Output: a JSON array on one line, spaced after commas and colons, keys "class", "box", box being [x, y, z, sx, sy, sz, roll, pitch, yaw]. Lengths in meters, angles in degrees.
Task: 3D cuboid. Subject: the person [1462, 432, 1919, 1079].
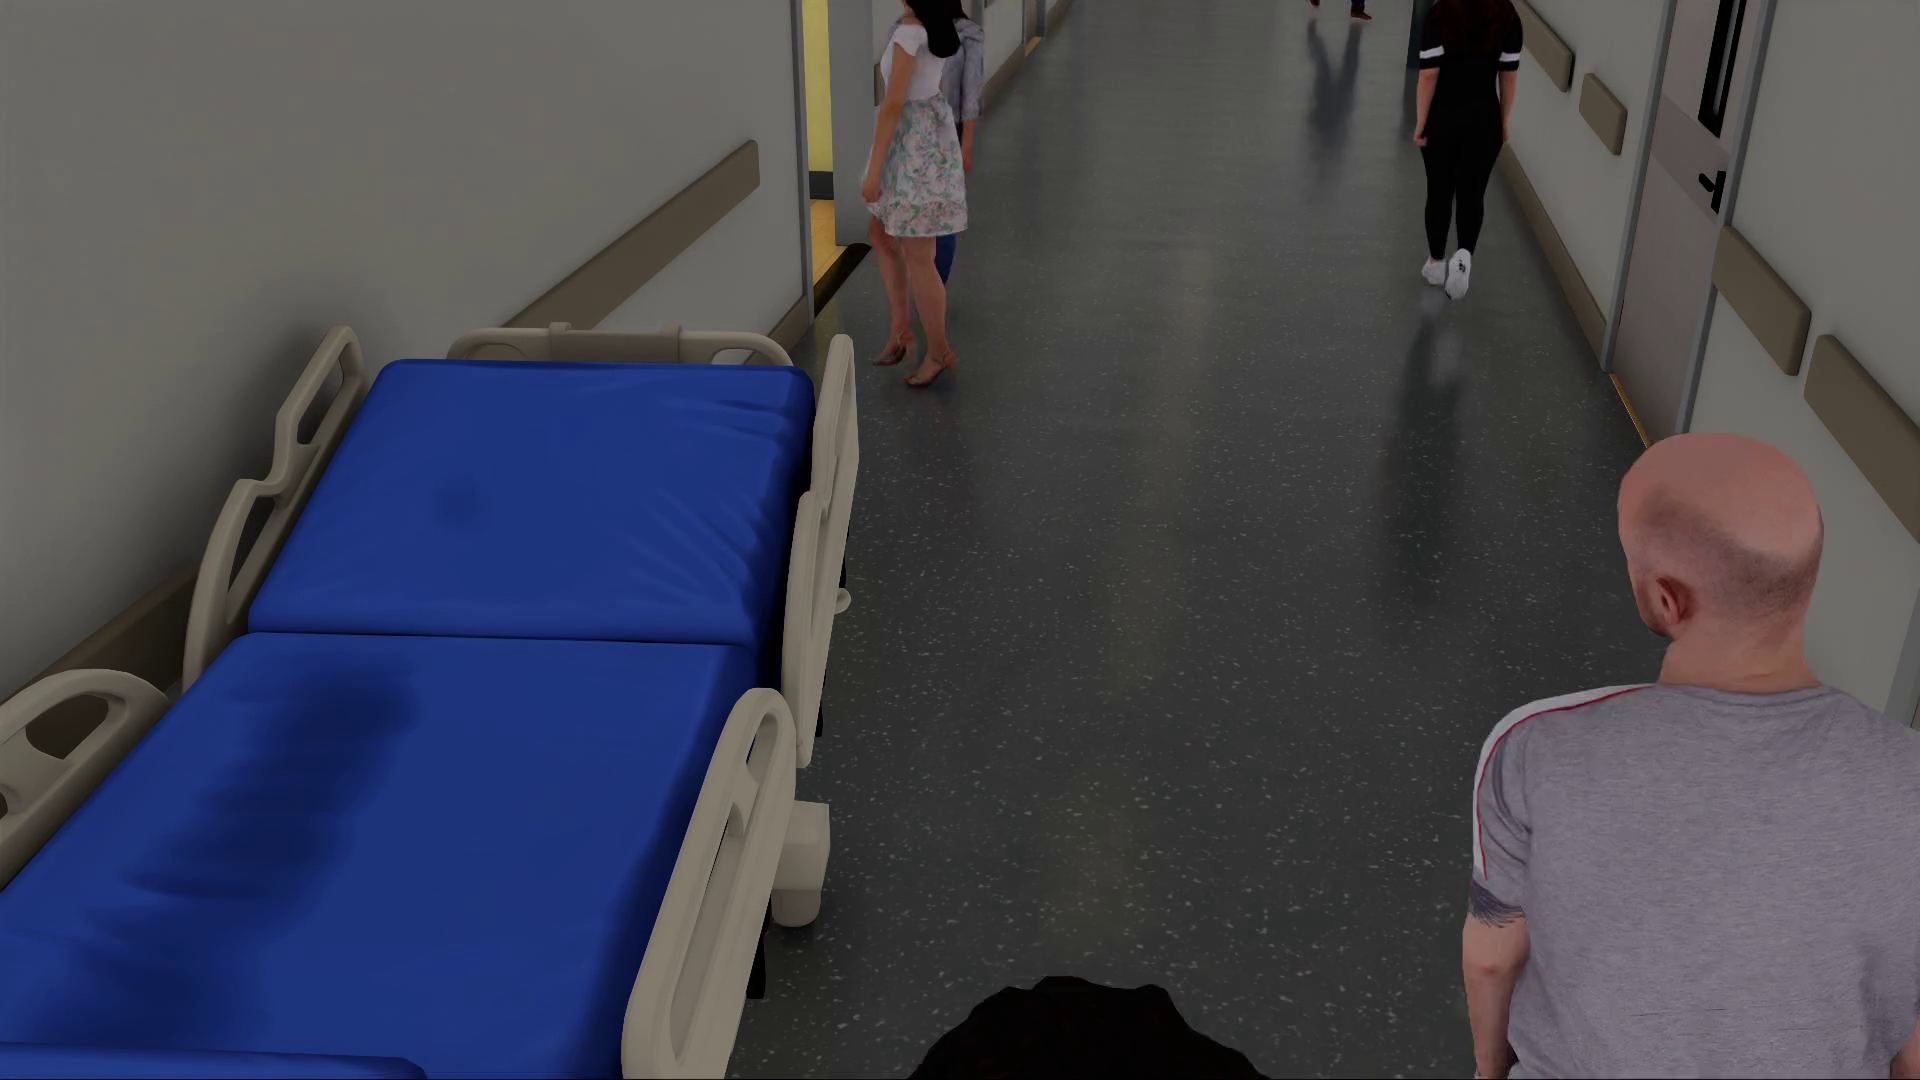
[{"class": "person", "box": [0.786, 0.787, 1.845, 0.655, 1.810, 0.828, 13, 29, 25]}]

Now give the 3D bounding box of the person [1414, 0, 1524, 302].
[{"class": "person", "box": [2.300, -1.884, 7.603, 0.951, 1.620, 0.654, 4, 26, 8]}]

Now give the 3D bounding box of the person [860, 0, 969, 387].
[{"class": "person", "box": [-0.090, -1.443, 6.522, 0.726, 1.764, 0.662, 5, 26, 10]}]

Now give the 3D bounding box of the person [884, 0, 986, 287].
[{"class": "person", "box": [-0.098, -1.754, 7.332, 0.644, 1.620, 0.652, 5, 26, 11]}]

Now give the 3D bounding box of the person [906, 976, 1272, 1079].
[{"class": "person", "box": [0.134, 1.017, 1.428, 0.860, 1.758, 0.853, -3, 26, -5]}]

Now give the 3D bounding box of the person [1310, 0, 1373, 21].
[{"class": "person", "box": [3.636, -5.850, 15.627, 1.118, 1.795, 1.094, -11, 28, -22]}]
